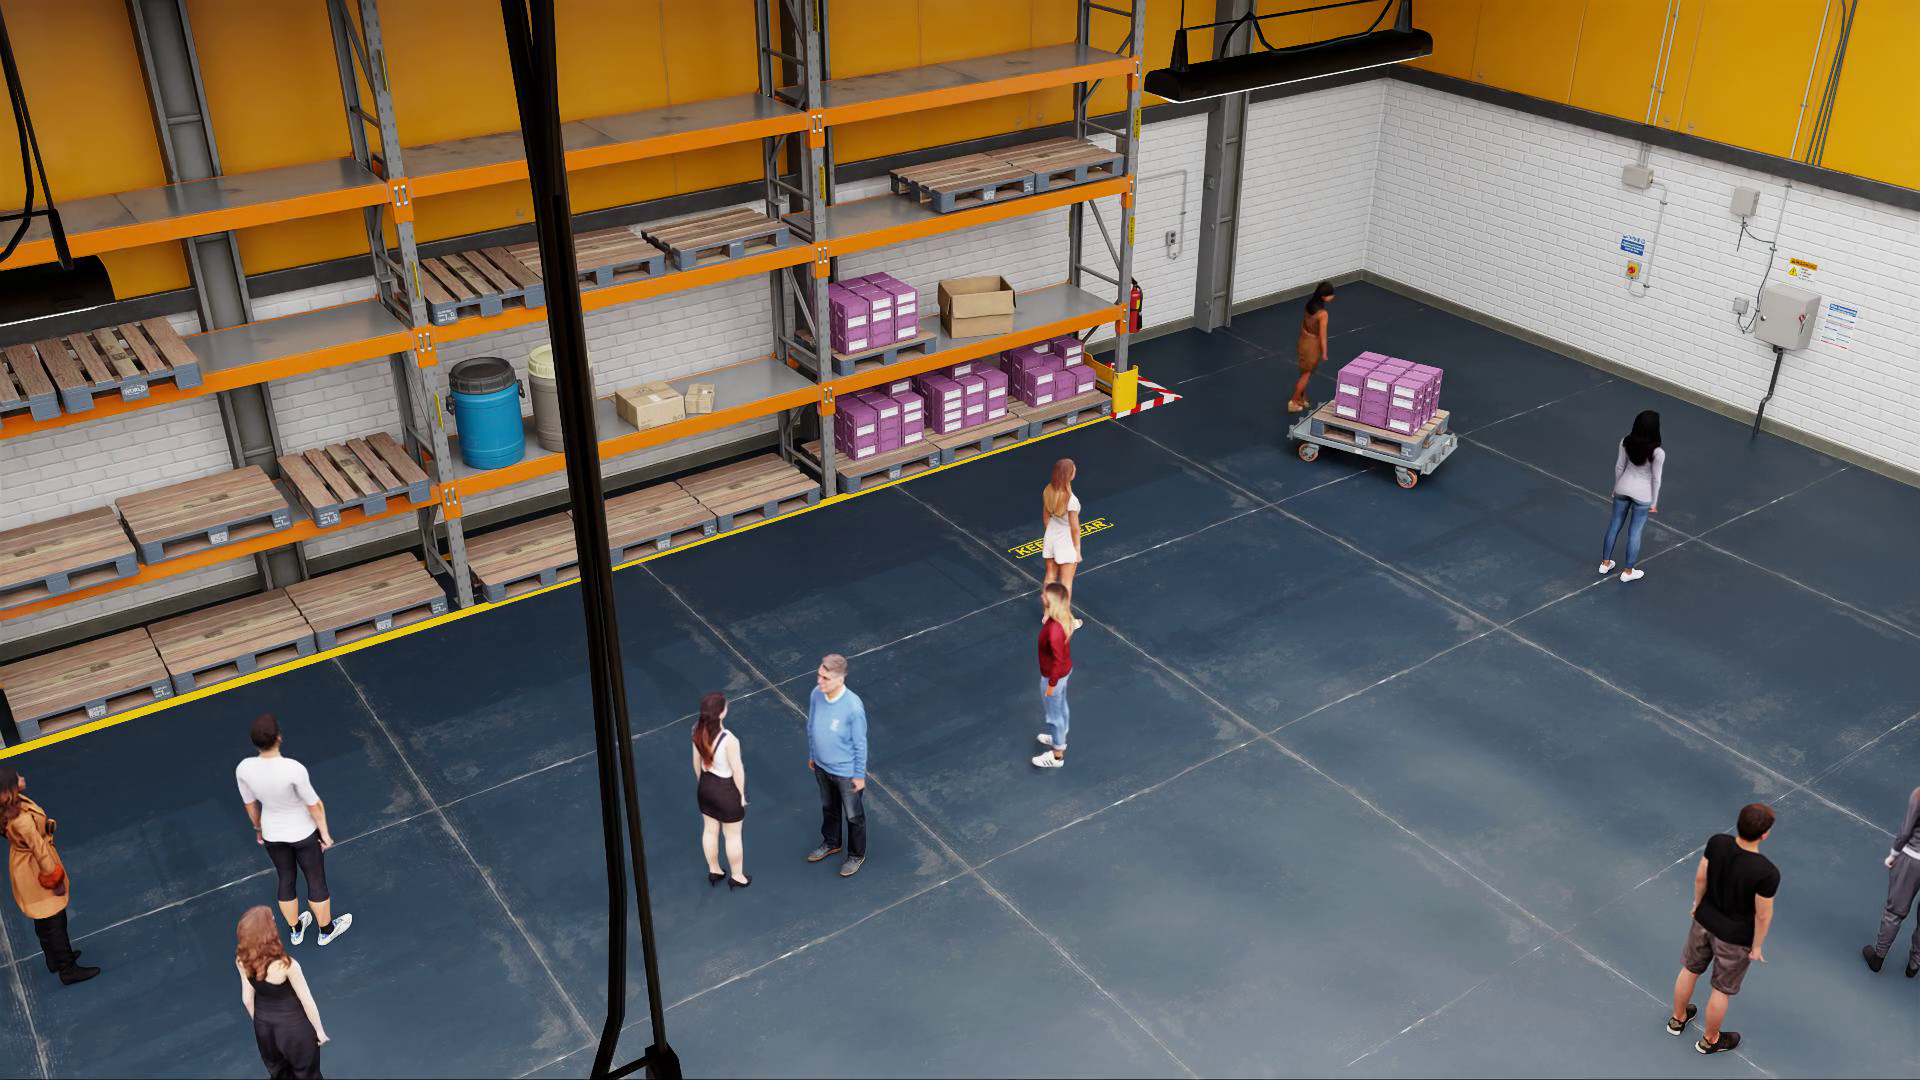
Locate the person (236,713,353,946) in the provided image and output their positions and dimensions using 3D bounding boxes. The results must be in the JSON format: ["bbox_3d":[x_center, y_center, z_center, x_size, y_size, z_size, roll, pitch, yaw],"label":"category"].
[{"bbox_3d":[-4.560,1.974,11.304,0.729,1.851,0.811,3,29,5],"label":"person"}]

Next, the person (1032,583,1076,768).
[{"bbox_3d":[0.759,1.053,13.219,0.735,1.634,0.657,7,29,13],"label":"person"}]

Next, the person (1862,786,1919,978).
[{"bbox_3d":[6.409,2.151,11.055,0.650,1.779,0.670,9,30,17],"label":"person"}]

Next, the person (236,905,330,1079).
[{"bbox_3d":[-3.990,2.865,9.781,0.649,1.746,0.714,4,29,7],"label":"person"}]

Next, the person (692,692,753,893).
[{"bbox_3d":[-1.709,1.791,11.850,0.627,1.648,0.644,14,32,24],"label":"person"}]

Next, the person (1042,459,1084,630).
[{"bbox_3d":[0.907,0.035,15.019,0.573,1.697,0.585,-23,36,-35],"label":"person"}]

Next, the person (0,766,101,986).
[{"bbox_3d":[-6.110,2.207,11.013,0.735,1.720,0.680,22,36,35],"label":"person"}]

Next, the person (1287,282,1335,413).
[{"bbox_3d":[3.969,-2.170,19.106,0.691,1.655,0.701,-12,31,-21],"label":"person"}]

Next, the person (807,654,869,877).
[{"bbox_3d":[-0.879,1.595,12.033,0.724,1.818,0.675,20,34,32],"label":"person"}]

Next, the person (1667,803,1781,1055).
[{"bbox_3d":[4.805,2.423,10.469,0.586,1.861,0.671,-16,33,-27],"label":"person"}]

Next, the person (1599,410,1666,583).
[{"bbox_3d":[6.409,-0.430,15.830,0.554,1.736,0.623,-23,36,-35],"label":"person"}]
